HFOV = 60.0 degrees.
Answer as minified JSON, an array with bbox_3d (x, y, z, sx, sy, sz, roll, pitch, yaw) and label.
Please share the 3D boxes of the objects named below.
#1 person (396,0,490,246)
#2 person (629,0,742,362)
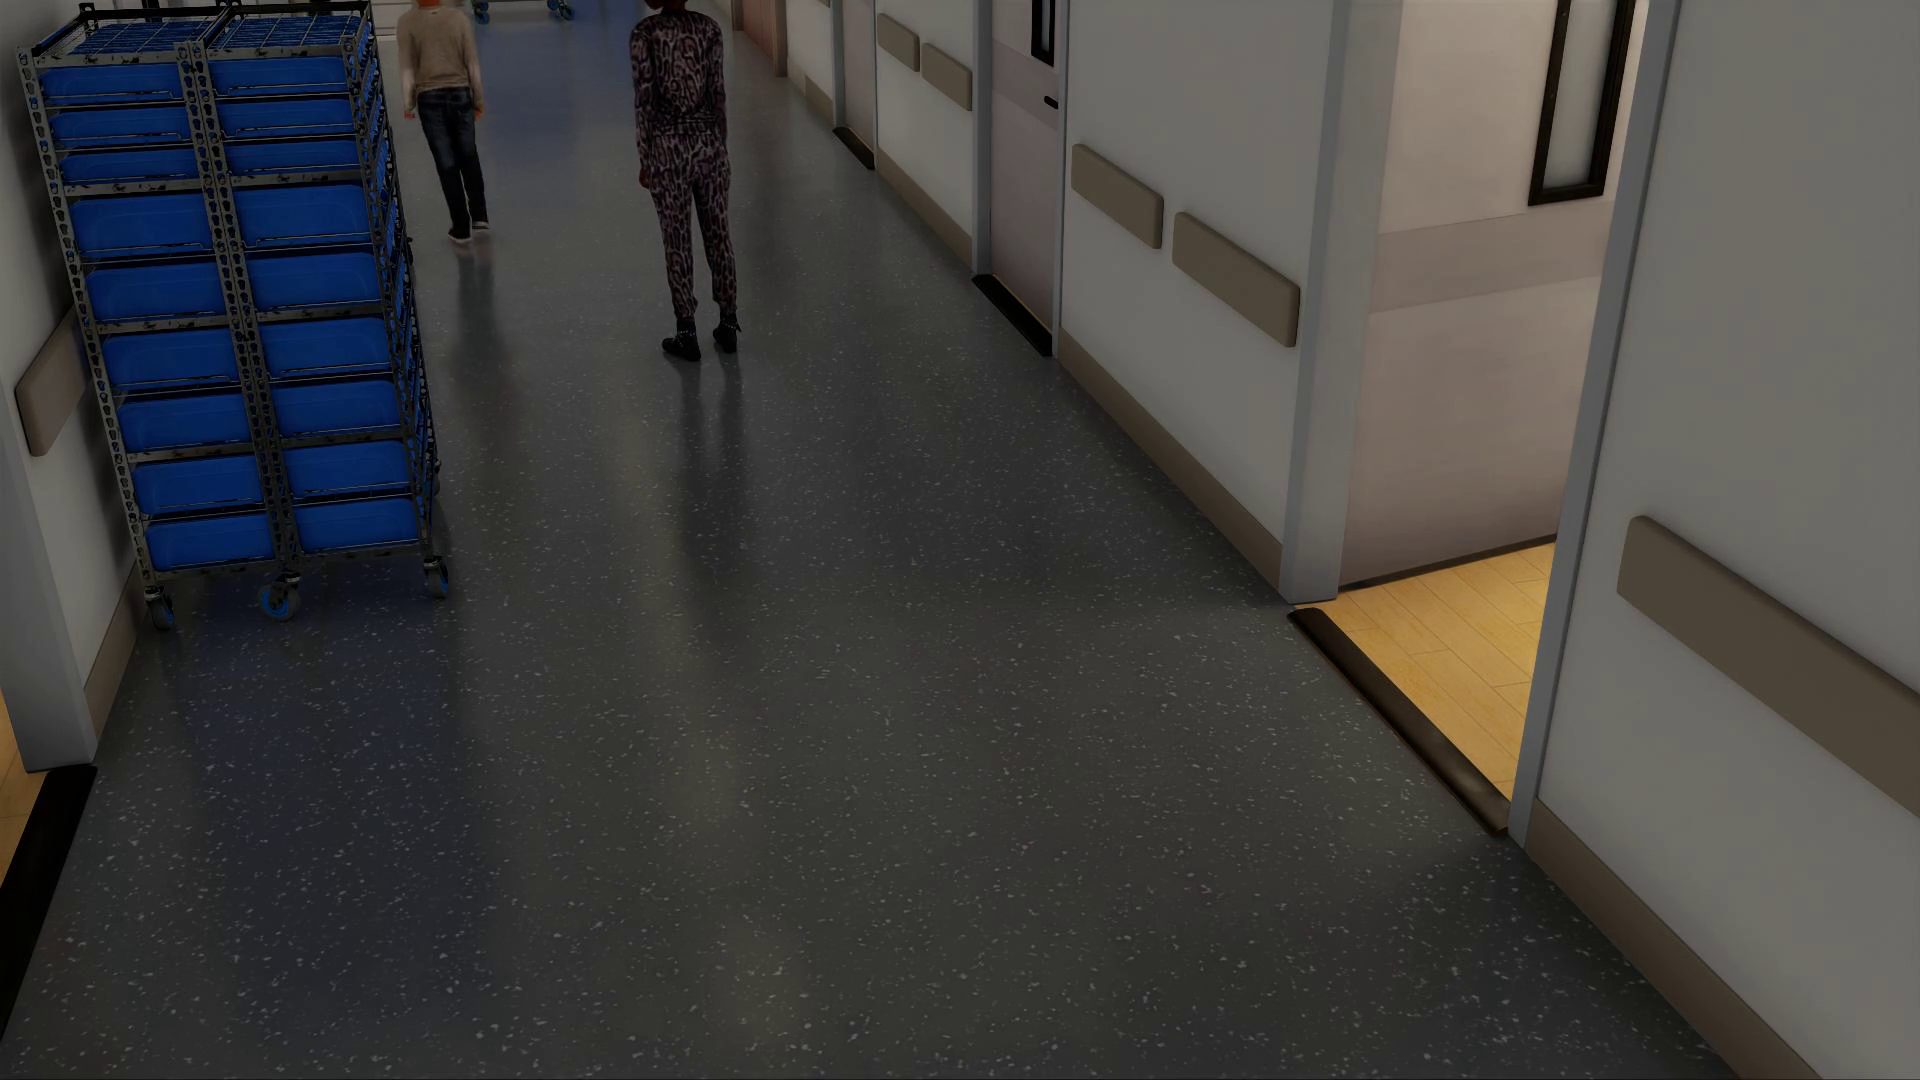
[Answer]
[{"bbox_3d":[-2.672,-2.254,8.674,0.602,1.452,0.606,-15,29,-28],"label":"person"},{"bbox_3d":[-1.160,-1.618,7.051,0.622,1.716,0.608,-14,29,-27],"label":"person"}]
